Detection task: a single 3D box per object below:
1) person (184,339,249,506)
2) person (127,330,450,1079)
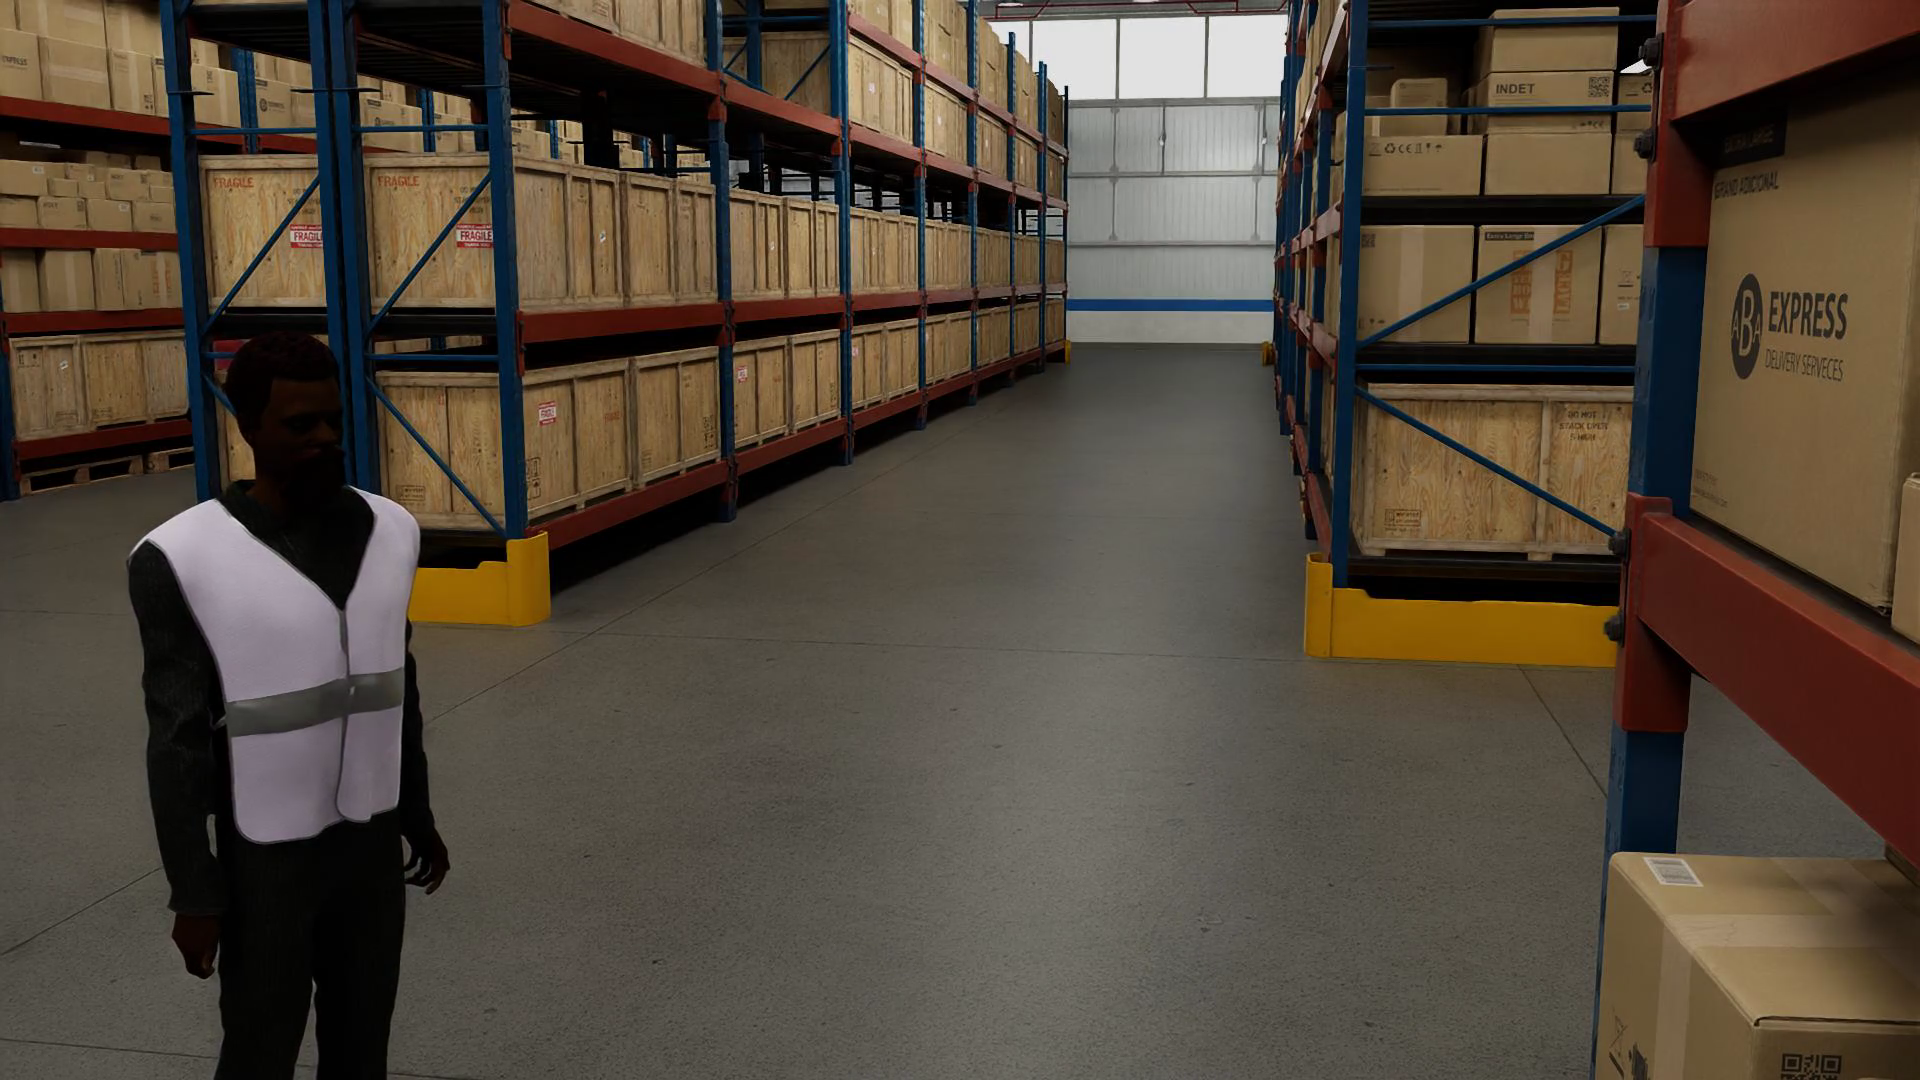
[{"bbox_3d":[-6.380,-1.186,14.259,0.429,1.844,0.627,4,10,21],"label":"person"},{"bbox_3d":[-1.245,0.564,3.161,0.378,1.917,0.598,5,10,29],"label":"person"}]
